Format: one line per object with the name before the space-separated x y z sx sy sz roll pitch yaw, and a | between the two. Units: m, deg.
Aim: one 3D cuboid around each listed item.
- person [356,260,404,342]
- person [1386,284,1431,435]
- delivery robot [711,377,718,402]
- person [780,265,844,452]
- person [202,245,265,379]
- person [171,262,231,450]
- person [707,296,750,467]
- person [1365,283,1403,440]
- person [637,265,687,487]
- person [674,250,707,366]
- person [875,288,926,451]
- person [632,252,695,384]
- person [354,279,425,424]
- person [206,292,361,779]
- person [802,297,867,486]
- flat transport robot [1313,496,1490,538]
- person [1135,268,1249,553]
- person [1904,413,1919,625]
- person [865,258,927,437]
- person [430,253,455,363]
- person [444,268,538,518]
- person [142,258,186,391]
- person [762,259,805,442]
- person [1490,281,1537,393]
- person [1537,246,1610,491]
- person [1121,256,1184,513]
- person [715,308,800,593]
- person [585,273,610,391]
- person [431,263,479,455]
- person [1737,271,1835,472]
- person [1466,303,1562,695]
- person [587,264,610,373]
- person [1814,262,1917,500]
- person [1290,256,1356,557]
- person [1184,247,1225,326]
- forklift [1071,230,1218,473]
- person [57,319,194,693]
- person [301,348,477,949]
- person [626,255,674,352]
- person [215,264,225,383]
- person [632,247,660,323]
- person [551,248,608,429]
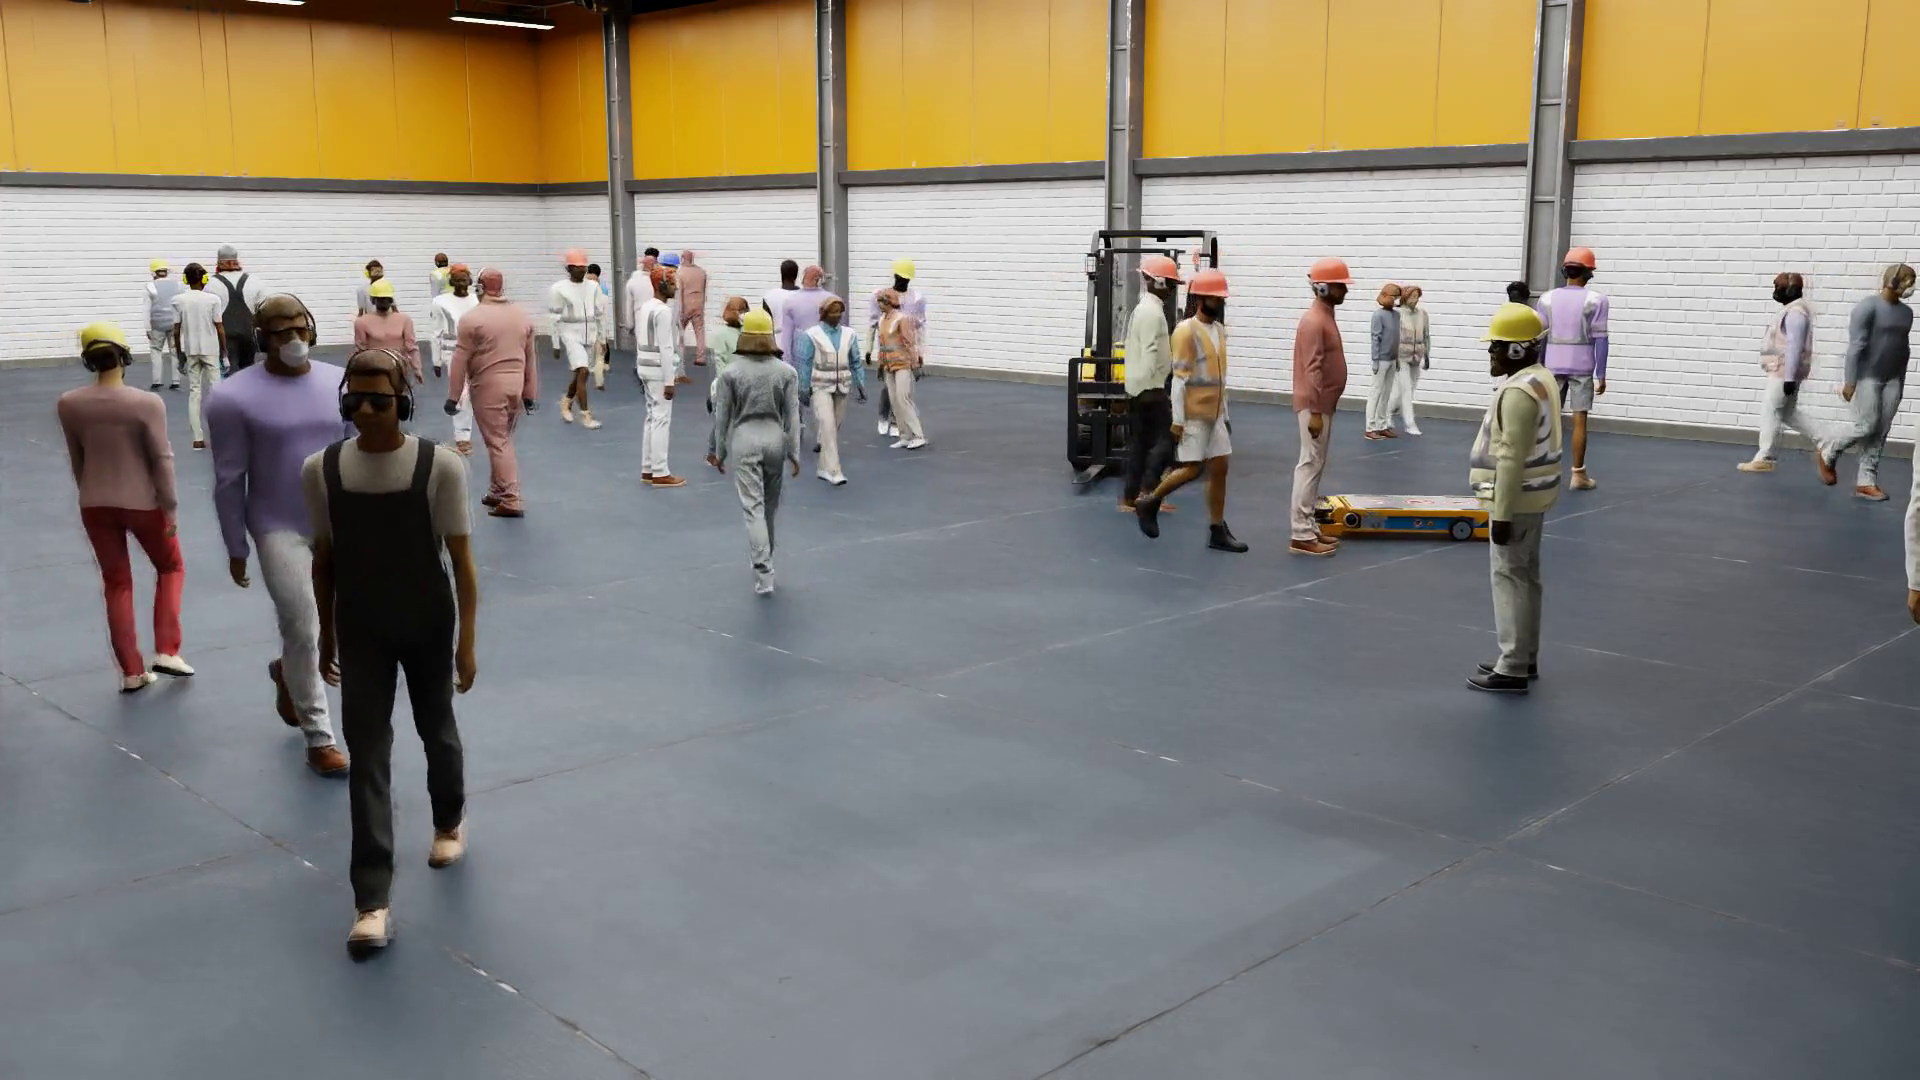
person | -7.422 -2.665 21.290 0.980 1.825 0.512 9 14 42
person | 4.826 -1.967 18.056 0.538 1.613 0.760 -4 11 -21
delivery robot | -2.770 -1.796 19.734 0.477 0.478 0.707 -1 10 -5
person | -1.467 -1.799 16.540 0.644 1.845 0.997 -2 11 -11
person | -8.558 -2.449 19.498 0.703 2.000 0.915 -8 13 -37
person | -7.547 -1.826 16.576 0.518 1.869 0.330 -1 10 -4
person | -2.041 -1.420 15.128 0.875 1.583 0.509 10 14 43
person | 4.464 -1.867 17.439 0.270 1.631 0.507 10 14 42
person | -2.563 -1.391 14.186 0.354 1.877 0.590 -5 12 -26
person | -4.497 -3.818 27.413 0.659 1.873 0.860 -9 13 -39
person | -0.631 -1.703 16.588 0.411 1.610 0.540 -6 12 -29
person | -4.228 -3.134 23.648 0.617 1.918 0.873 10 14 44
person | -5.212 -1.507 15.225 0.541 1.727 0.897 -7 13 -34
person | -2.686 -0.041 6.718 0.636 1.914 0.798 -10 14 -43
person | -1.044 -1.257 14.171 0.532 1.601 0.811 -7 12 -32
flat transport robot | 3.213 -0.177 11.939 1.431 0.197 0.652 1 10 5
person | 1.605 -0.880 11.288 0.762 1.917 0.563 9 14 41
person | 3.606 0.131 5.749 0.630 1.934 0.366 4 11 21
person | -0.670 -2.021 17.572 0.646 1.891 0.442 -1 10 -8
person | -8.614 -3.872 27.818 0.430 1.838 0.619 6 12 31
person | -3.630 -1.122 12.691 0.802 1.879 0.662 7 12 33
person | -10.901 -2.948 22.818 0.612 1.821 0.469 -10 14 -42
person | -1.755 -1.964 17.277 0.599 1.896 0.842 -6 12 -28
person | 5.565 -1.748 16.651 0.550 1.679 0.365 6 12 28
person | 5.148 -1.439 13.992 0.615 2.038 0.396 9 14 41
person | 1.498 -1.175 12.747 0.572 1.964 0.633 0 10 0
person | -1.223 -0.549 10.078 0.499 1.697 0.886 -3 11 -18
person | -5.022 -2.820 22.663 0.497 1.623 0.529 0 10 2
person | -4.817 -1.762 16.237 0.567 1.858 0.662 -8 13 -36
person | 7.490 -1.493 14.905 0.750 1.818 0.624 5 12 26
person | 2.593 -0.193 7.804 0.403 1.822 0.592 6 12 28
person | -5.662 -3.454 25.909 0.317 1.697 0.540 3 11 18
person | 7.388 -1.292 13.531 0.665 1.918 0.590 -4 11 -21
person | 2.426 -0.898 11.165 0.396 1.992 0.623 3 11 17
person | 2.930 -2.654 20.794 0.806 1.968 0.646 9 14 42
forklift | 1.804 -1.825 15.677 1.214 2.155 2.313 2 11 13
person | -3.915 -0.157 7.817 0.529 1.742 0.448 0 10 -1
person | -1.790 0.284 5.292 0.523 1.796 1.000 -2 11 -8
person | -4.224 -2.939 22.671 0.651 1.870 0.872 -1 10 -6
person | -9.538 -2.760 21.727 0.573 1.844 0.376 -6 12 -29
person | -4.734 -3.520 25.628 0.612 1.941 0.557 -6 12 -31
person | -4.302 -2.262 18.610 0.603 2.009 0.976 -10 14 -42
